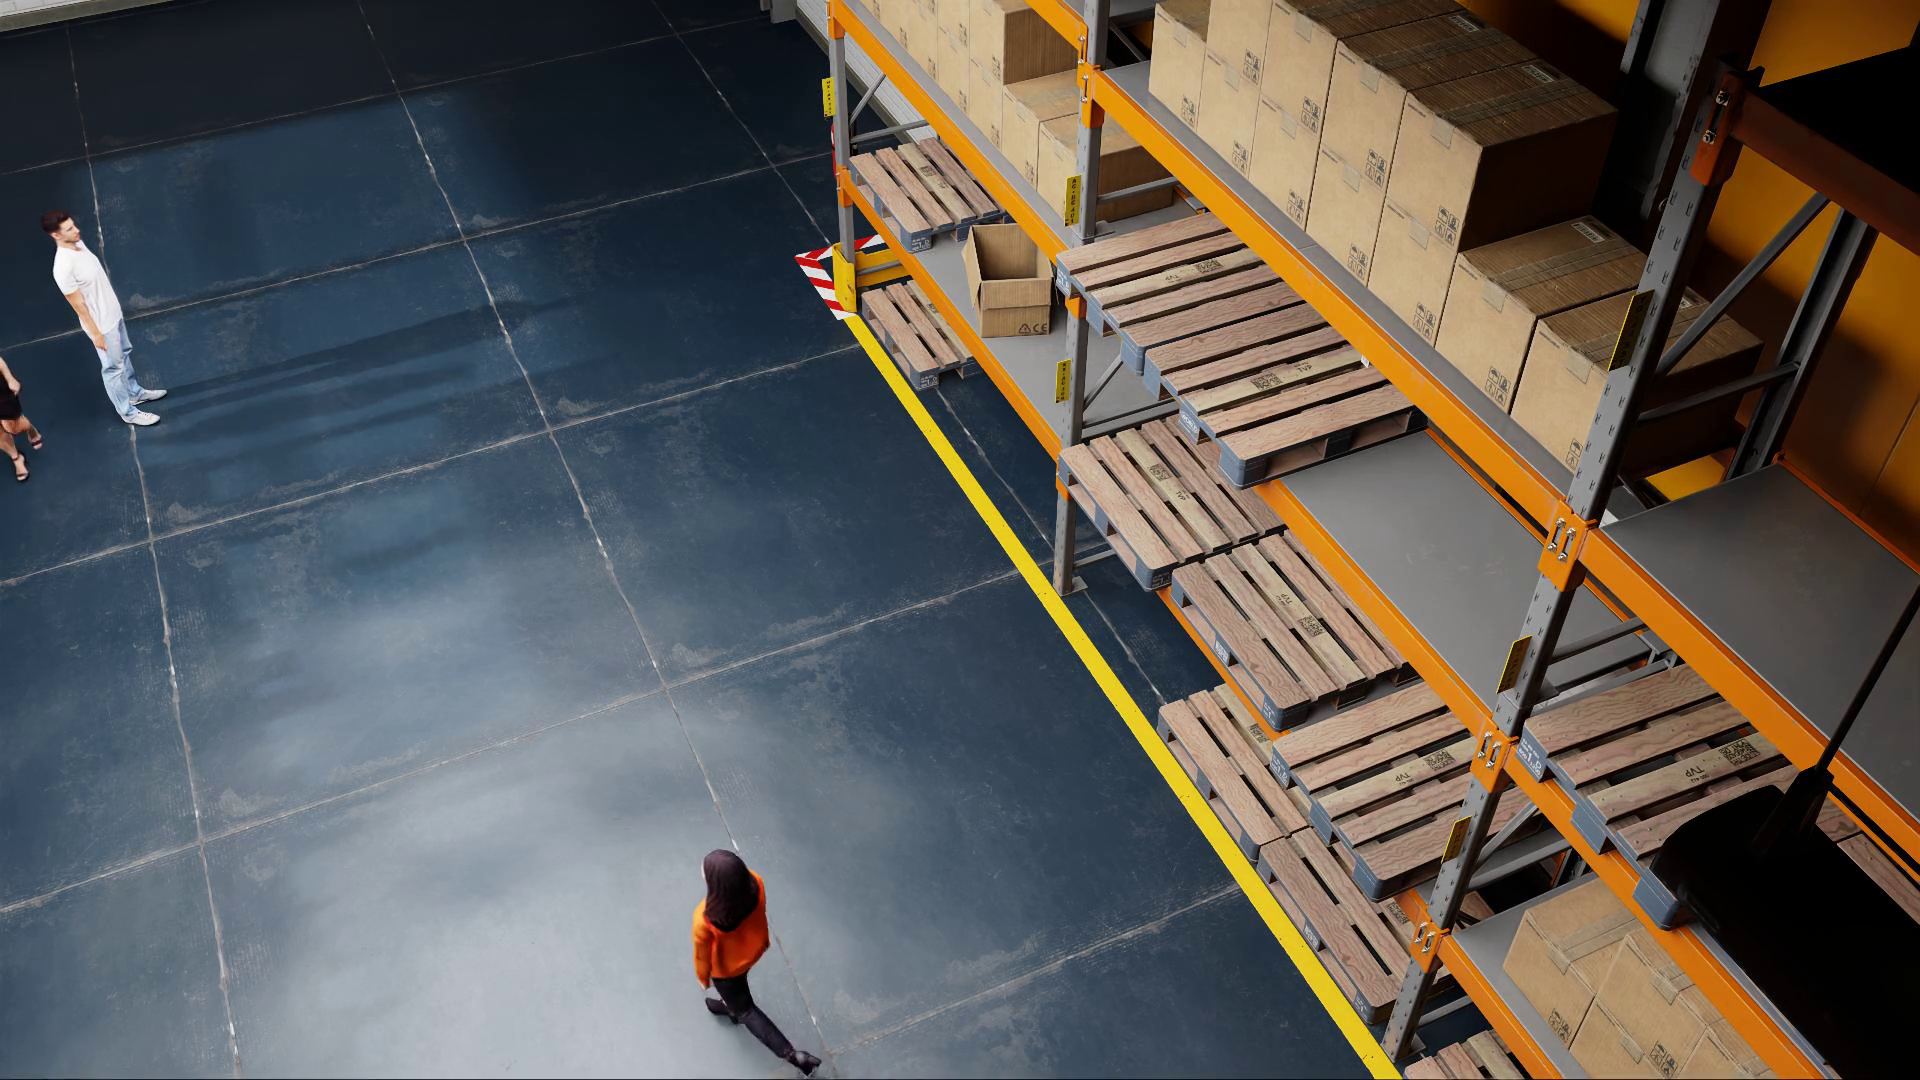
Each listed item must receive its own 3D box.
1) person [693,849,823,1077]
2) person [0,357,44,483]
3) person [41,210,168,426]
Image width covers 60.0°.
[{"bbox_3d":[-1.104,2.225,8.712,1.198,1.720,0.978,26,49,25],"label":"person"},{"bbox_3d":[-7.185,-1.157,12.281,0.752,1.694,0.848,-10,45,-11],"label":"person"},{"bbox_3d":[-6.597,-1.722,12.750,0.789,1.865,0.590,-7,44,-7],"label":"person"}]
